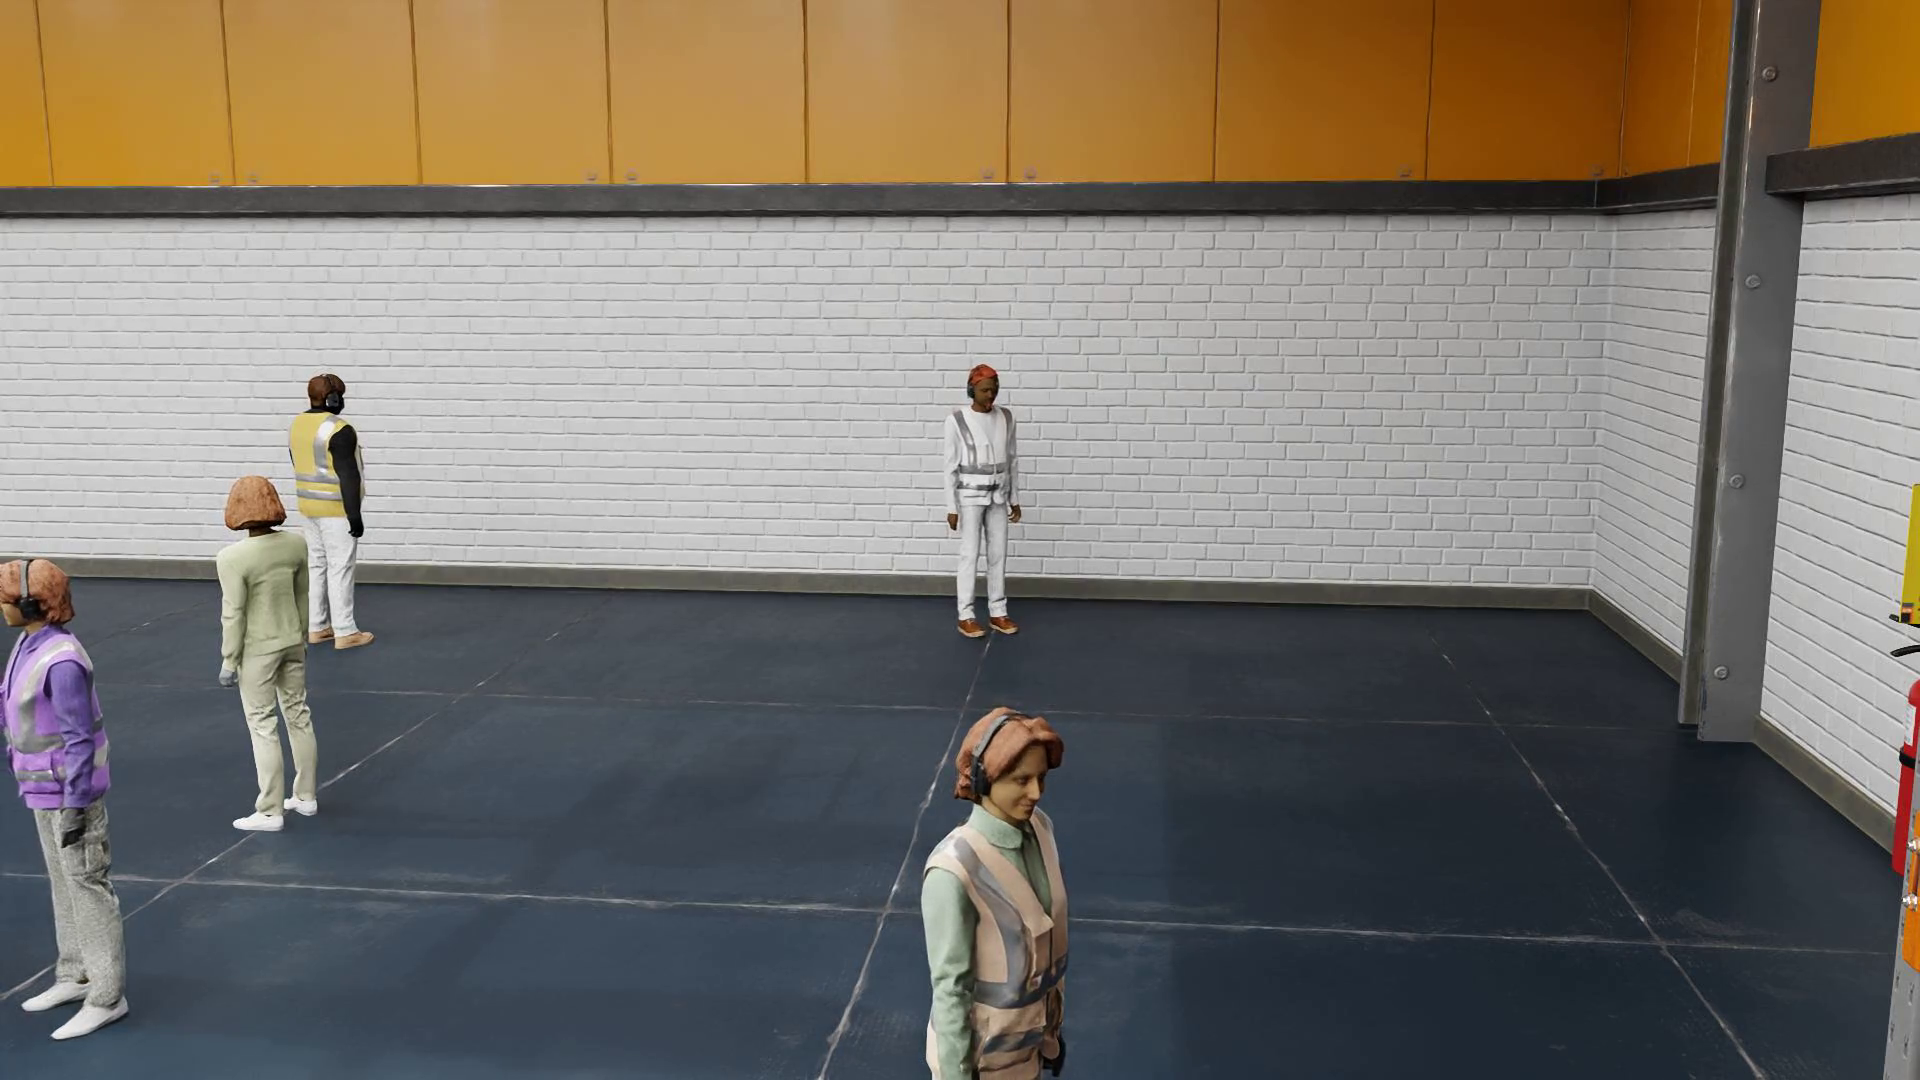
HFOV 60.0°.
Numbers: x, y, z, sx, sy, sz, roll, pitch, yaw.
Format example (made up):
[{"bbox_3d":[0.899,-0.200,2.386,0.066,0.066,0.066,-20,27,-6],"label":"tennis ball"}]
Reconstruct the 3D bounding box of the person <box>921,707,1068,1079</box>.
[{"bbox_3d":[0.084,1.183,3.797,0.311,1.637,0.514,5,11,27],"label":"person"}]

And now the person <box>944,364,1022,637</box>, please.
[{"bbox_3d":[0.152,-0.269,11.425,0.587,1.877,0.353,-6,12,-32],"label":"person"}]

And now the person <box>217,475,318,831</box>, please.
[{"bbox_3d":[-3.176,0.516,7.625,0.286,1.633,0.500,4,11,22],"label":"person"}]

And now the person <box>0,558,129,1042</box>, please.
[{"bbox_3d":[-3.042,0.863,5.629,0.315,1.636,0.514,-9,13,-41],"label":"person"}]

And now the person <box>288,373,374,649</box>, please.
[{"bbox_3d":[-4.202,-0.193,11.131,0.619,1.836,0.431,8,13,38],"label":"person"}]
